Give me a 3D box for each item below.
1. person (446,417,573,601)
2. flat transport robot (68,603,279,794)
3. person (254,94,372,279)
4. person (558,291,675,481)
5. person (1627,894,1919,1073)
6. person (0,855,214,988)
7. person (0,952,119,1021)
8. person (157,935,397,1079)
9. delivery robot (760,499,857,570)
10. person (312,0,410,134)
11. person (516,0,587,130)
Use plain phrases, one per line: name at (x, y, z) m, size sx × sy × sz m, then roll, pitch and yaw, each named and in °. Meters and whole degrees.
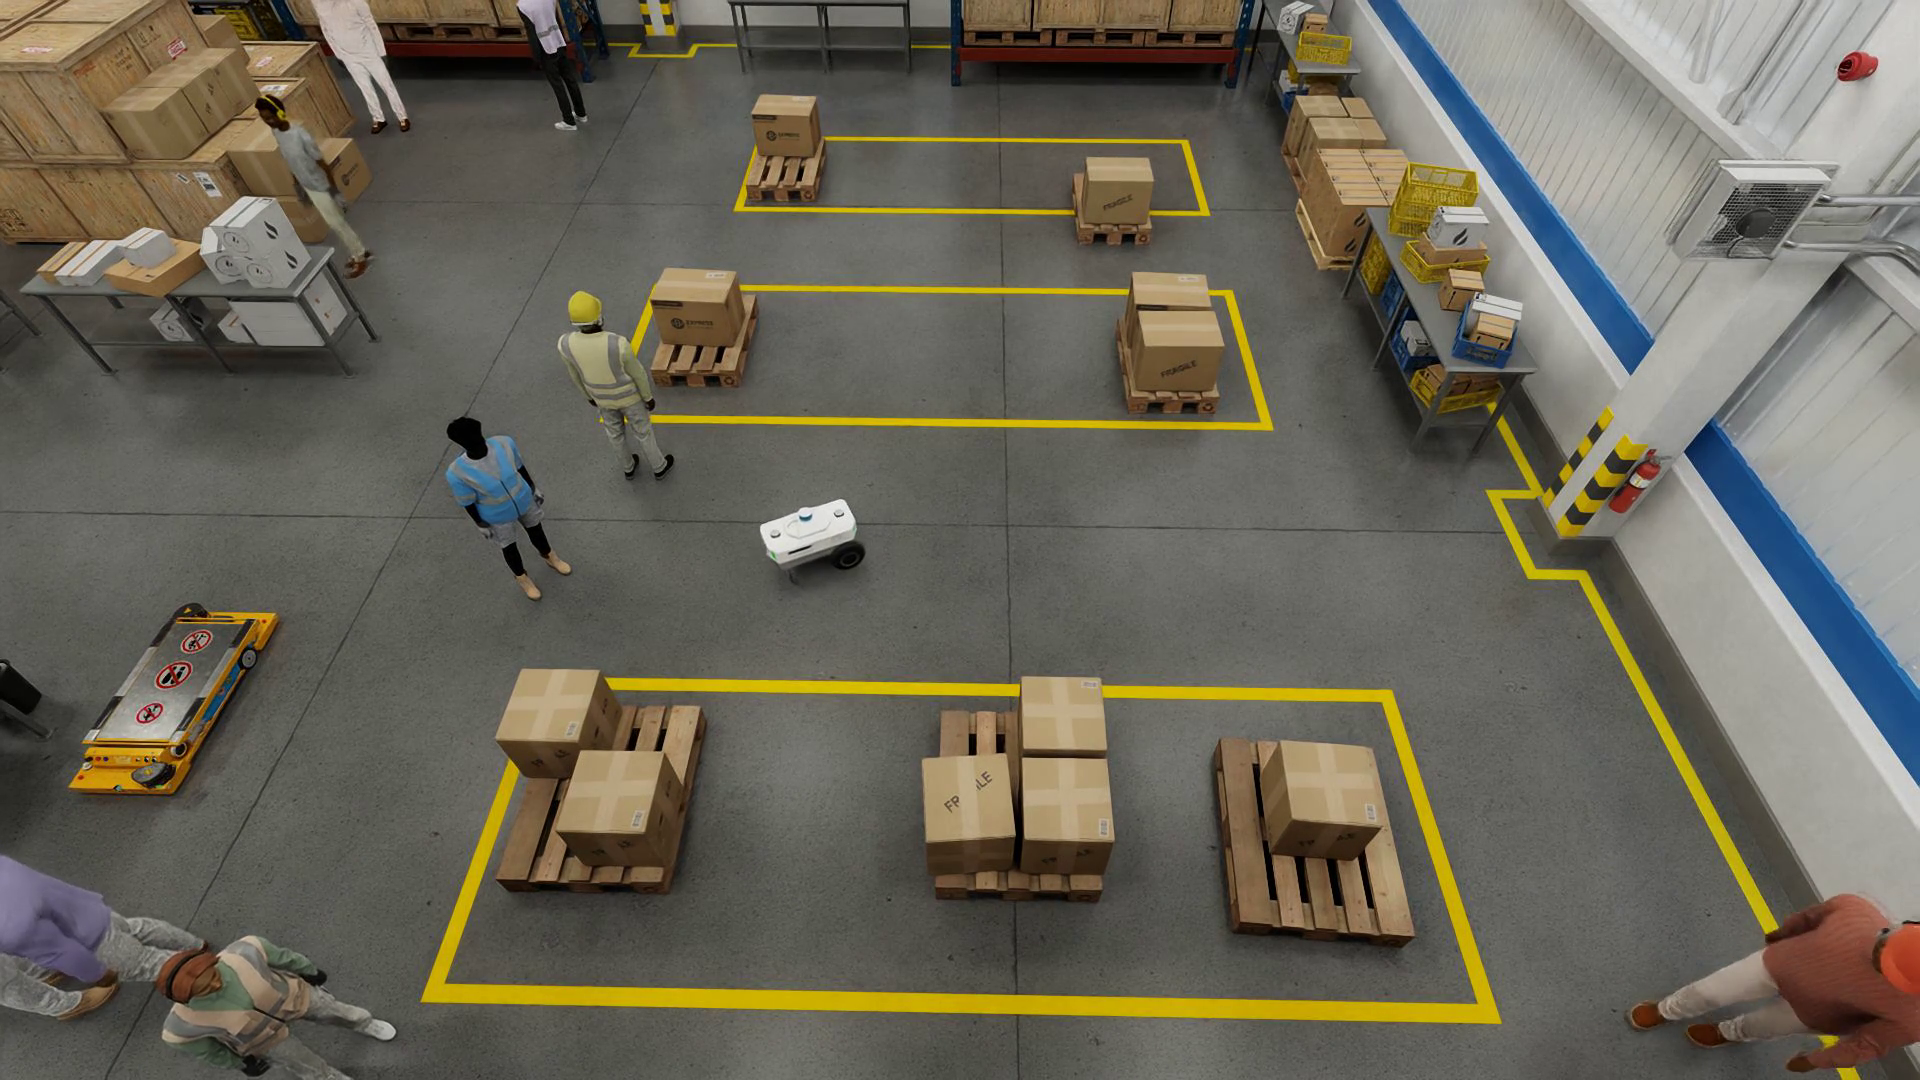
person at (-3.267, -0.237, 6.621) m, size 0.316 × 1.695 × 0.541 m, roll 28°, pitch 55°, yaw 22°
flat transport robot at (-5.504, 1.072, 6.442) m, size 0.652 × 0.197 × 1.431 m, roll 1°, pitch 50°, yaw 1°
person at (-6.559, -3.578, 9.343) m, size 0.555 × 1.874 × 0.369 m, roll 18°, pitch 52°, yaw 15°
person at (-2.744, -1.195, 7.341) m, size 0.588 × 1.837 × 0.404 m, roll 3°, pitch 50°, yaw 2°
person at (4.051, 2.184, 4.408) m, size 0.732 × 1.944 × 0.634 m, roll -7°, pitch 50°, yaw -6°
person at (-4.453, 1.990, 4.596) m, size 0.640 × 1.927 × 0.393 m, roll 30°, pitch 56°, yaw 23°
person at (-5.139, 1.991, 4.647) m, size 0.622 × 1.838 × 0.429 m, roll 37°, pitch 59°, yaw 27°
person at (-3.348, 2.333, 4.492) m, size 0.312 × 1.633 × 0.517 m, roll 16°, pitch 52°, yaw 13°
delivery robot at (-1.181, -0.060, 7.155) m, size 0.707 × 0.478 × 0.477 m, roll -19°, pitch 52°, yaw -15°
person at (-7.490, -6.068, 11.419) m, size 0.637 × 1.911 × 0.403 m, roll -4°, pitch 50°, yaw -3°
person at (-5.138, -6.156, 11.487) m, size 0.392 × 1.919 × 0.589 m, roll 17°, pitch 52°, yaw 14°
